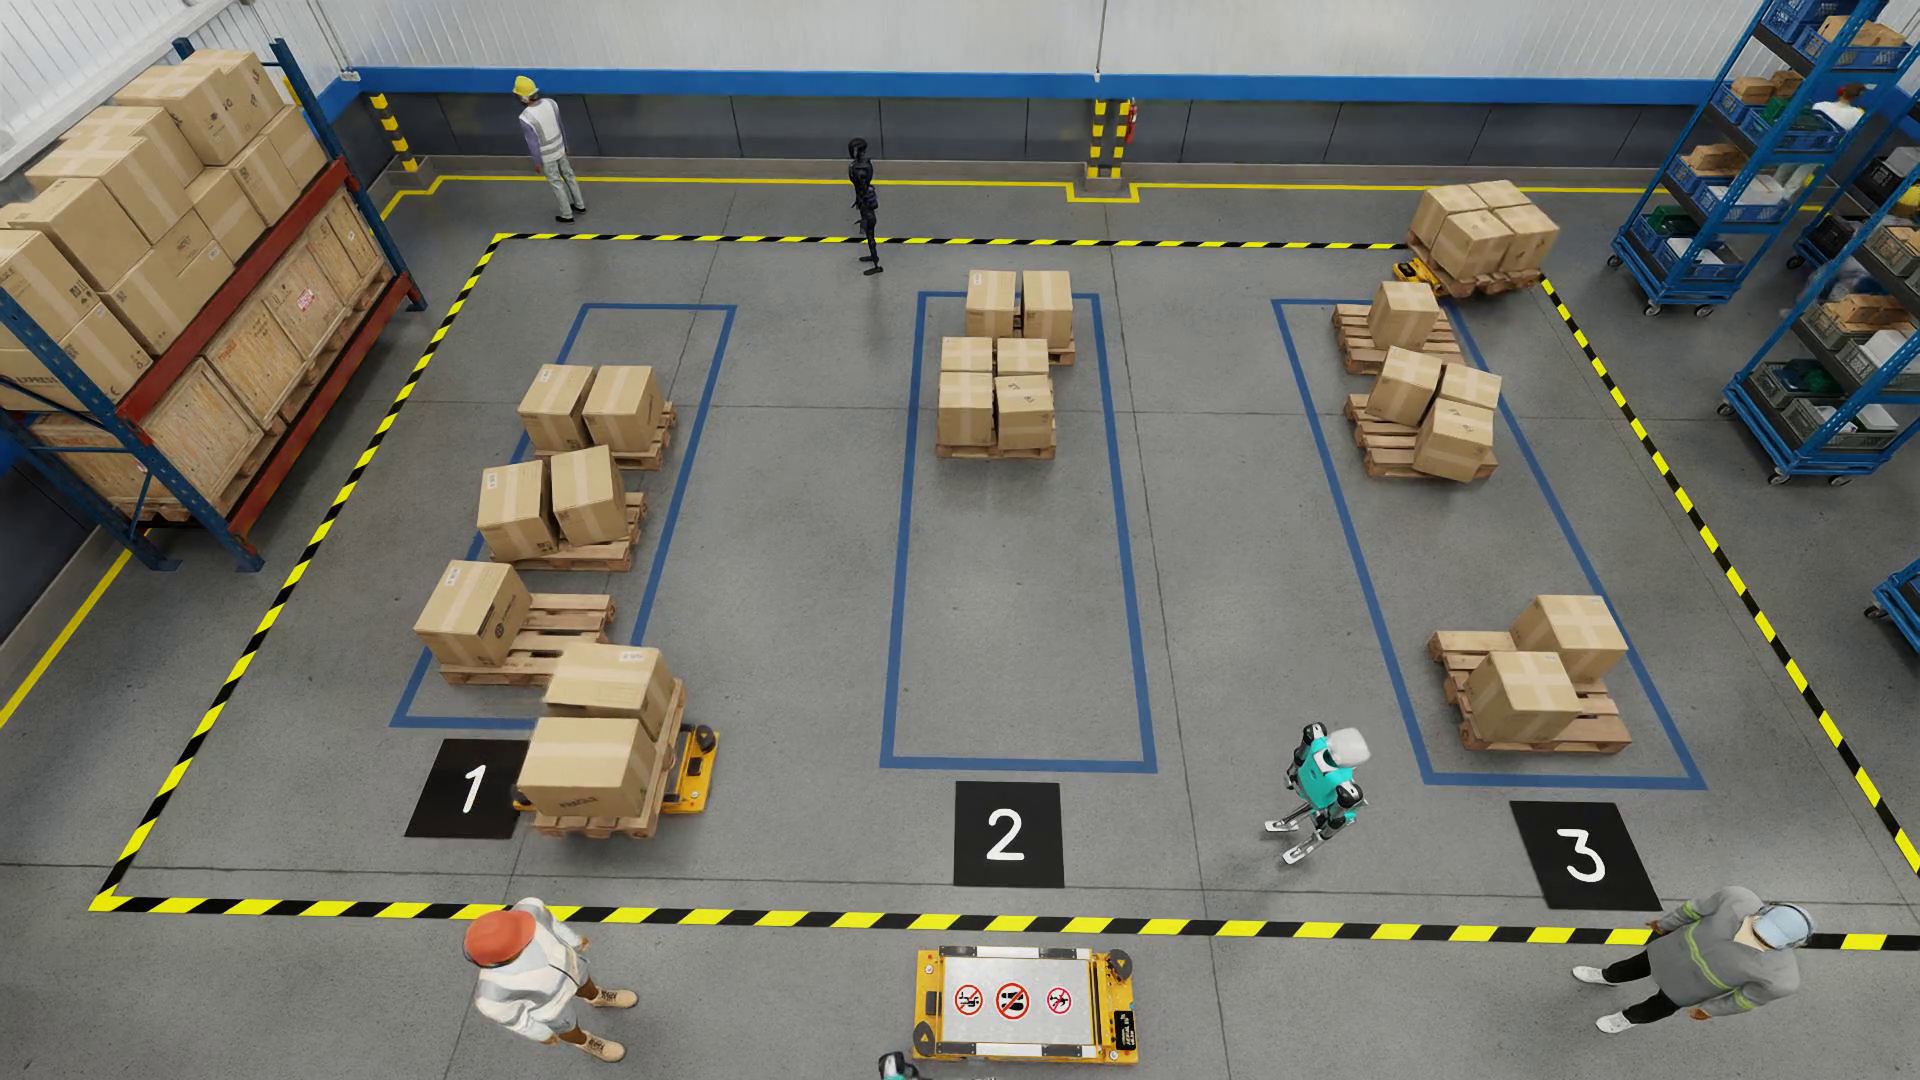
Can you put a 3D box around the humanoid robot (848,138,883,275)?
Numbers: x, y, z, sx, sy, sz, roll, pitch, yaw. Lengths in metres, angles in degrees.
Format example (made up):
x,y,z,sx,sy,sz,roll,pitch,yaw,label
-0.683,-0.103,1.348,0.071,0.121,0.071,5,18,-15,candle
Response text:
x,y,z,sx,sy,sz,roll,pitch,yaw,label
-1.121,-3.910,10.753,0.315,1.659,0.599,-8,51,-7,humanoid robot

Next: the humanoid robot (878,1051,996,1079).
x,y,z,sx,sy,sz,roll,pitch,yaw,label
-0.018,3.151,4.992,0.820,1.802,0.537,-9,51,-7,humanoid robot

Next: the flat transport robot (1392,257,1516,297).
x,y,z,sx,sy,sz,roll,pitch,yaw,label
6.088,-3.260,11.125,1.431,0.197,0.652,-8,51,-7,flat transport robot

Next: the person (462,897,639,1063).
x,y,z,sx,sy,sz,roll,pitch,yaw,label
-2.322,2.545,5.265,0.361,2.047,0.611,3,51,2,person

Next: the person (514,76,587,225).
x,y,z,sx,sy,sz,roll,pitch,yaw,label
-5.122,-4.841,11.424,0.404,1.829,0.599,19,53,15,person

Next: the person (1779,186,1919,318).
x,y,z,sx,sy,sz,roll,pitch,yaw,label
9.780,-3.077,10.052,0.495,1.718,0.596,7,51,6,person

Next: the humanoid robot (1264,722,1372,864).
x,y,z,sx,sy,sz,roll,pitch,yaw,label
2.510,1.675,6.090,0.723,1.671,0.533,-12,52,-10,humanoid robot

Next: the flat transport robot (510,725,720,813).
x,y,z,sx,sy,sz,roll,pitch,yaw,label
-2.636,1.742,7.048,1.431,0.197,0.652,1,51,1,flat transport robot

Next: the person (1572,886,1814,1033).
x,y,z,sx,sy,sz,roll,pitch,yaw,label
4.317,2.506,5.421,0.376,1.852,0.596,-2,51,-2,person

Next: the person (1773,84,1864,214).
x,y,z,sx,sy,sz,roll,pitch,yaw,label
10.578,-4.833,11.440,0.567,1.796,0.921,37,59,26,person

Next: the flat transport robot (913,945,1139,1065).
x,y,z,sx,sy,sz,roll,pitch,yaw,label
0.422,3.041,6.007,1.431,0.231,0.659,1,51,1,flat transport robot
